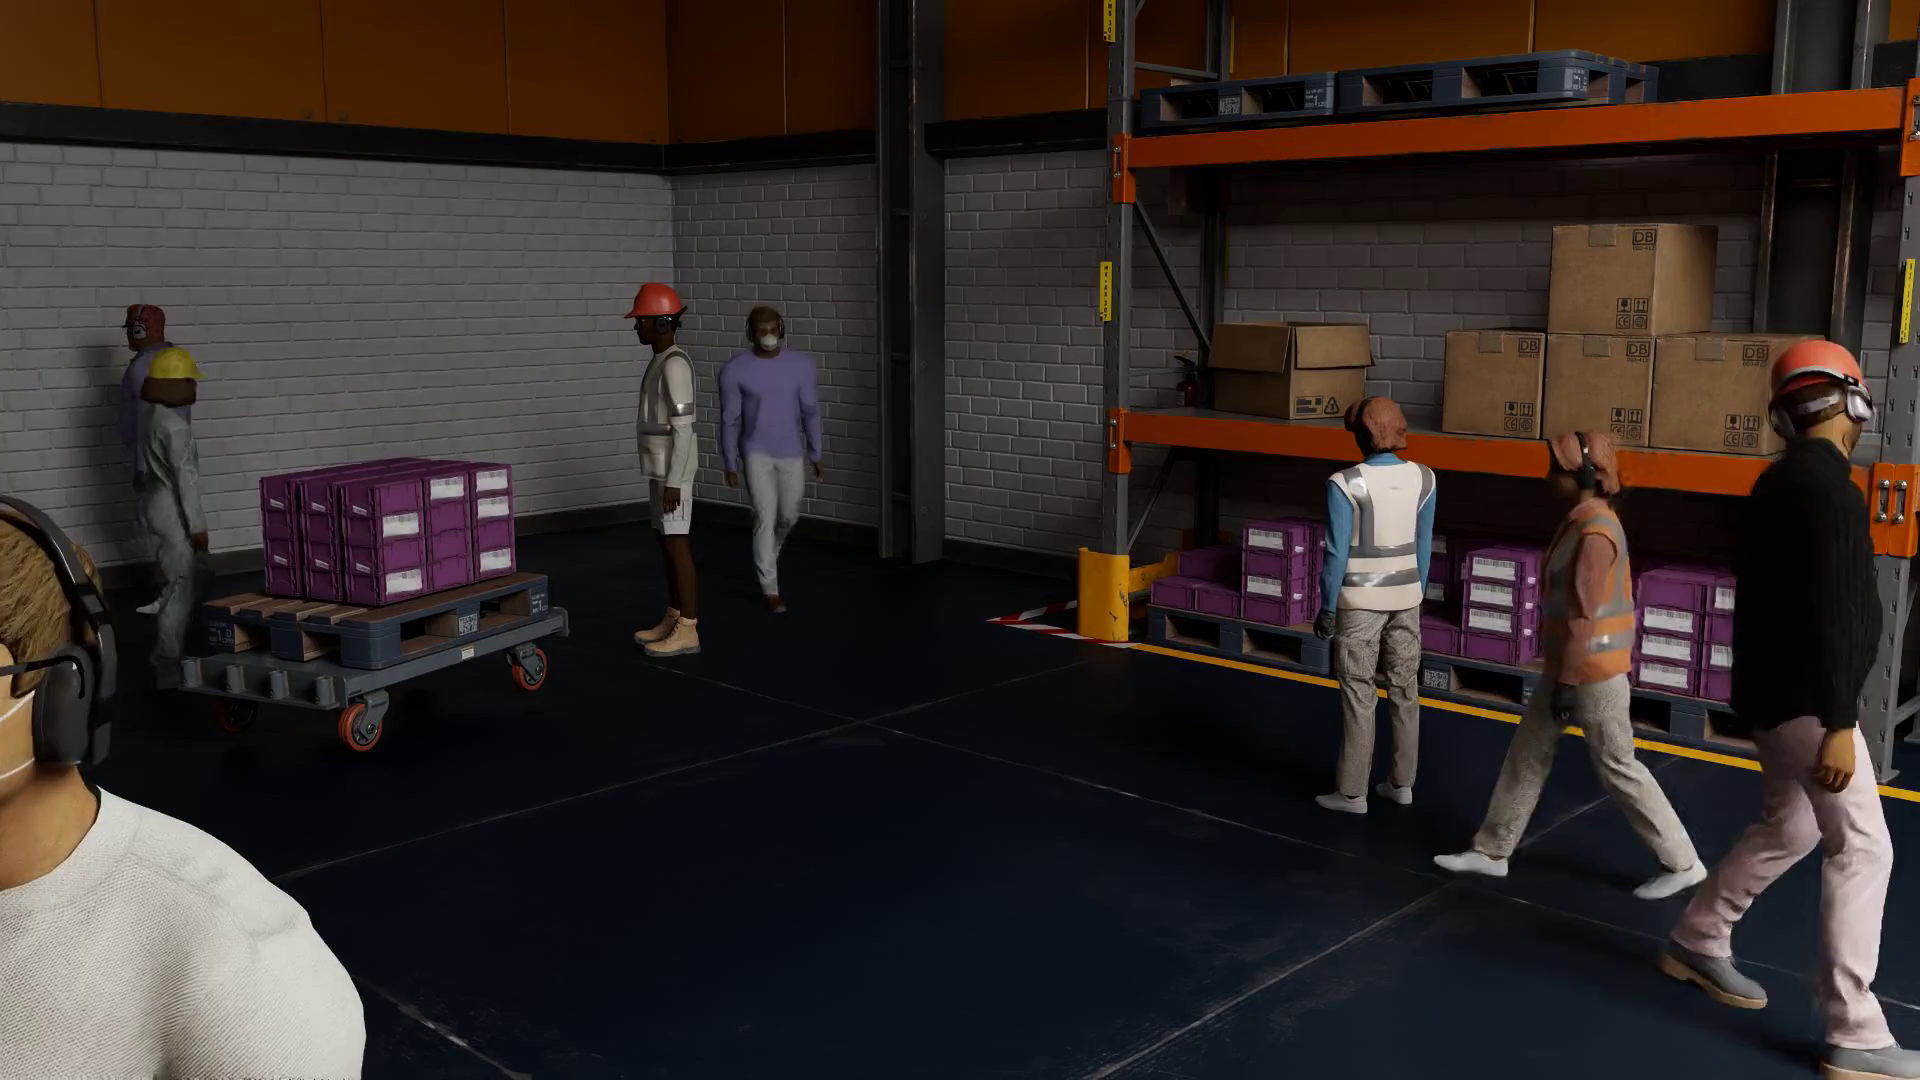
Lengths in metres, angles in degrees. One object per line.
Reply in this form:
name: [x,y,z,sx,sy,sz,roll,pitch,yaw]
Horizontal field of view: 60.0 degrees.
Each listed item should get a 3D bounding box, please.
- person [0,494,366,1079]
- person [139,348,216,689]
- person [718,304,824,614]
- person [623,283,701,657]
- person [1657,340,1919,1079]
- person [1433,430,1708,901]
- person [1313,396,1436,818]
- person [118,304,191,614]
person: [-0.819,0.919,1.491,0.632,1.940,0.372,2,10,14]
person: [-3.956,-0.104,8.408,0.408,1.726,0.504,-7,12,-37]
person: [-1.219,-0.537,10.530,0.639,1.911,0.867,-4,10,-24]
person: [-1.635,-0.384,9.155,0.373,2.043,0.615,-3,10,-19]
person: [2.312,0.433,4.521,0.615,1.936,0.649,3,10,15]
person: [2.113,0.423,5.573,0.865,1.594,0.524,2,9,12]
person: [1.608,0.259,6.450,0.513,1.640,0.309,-4,10,-25]
person: [-4.966,-0.499,10.284,0.401,1.907,0.648,-1,9,-5]
